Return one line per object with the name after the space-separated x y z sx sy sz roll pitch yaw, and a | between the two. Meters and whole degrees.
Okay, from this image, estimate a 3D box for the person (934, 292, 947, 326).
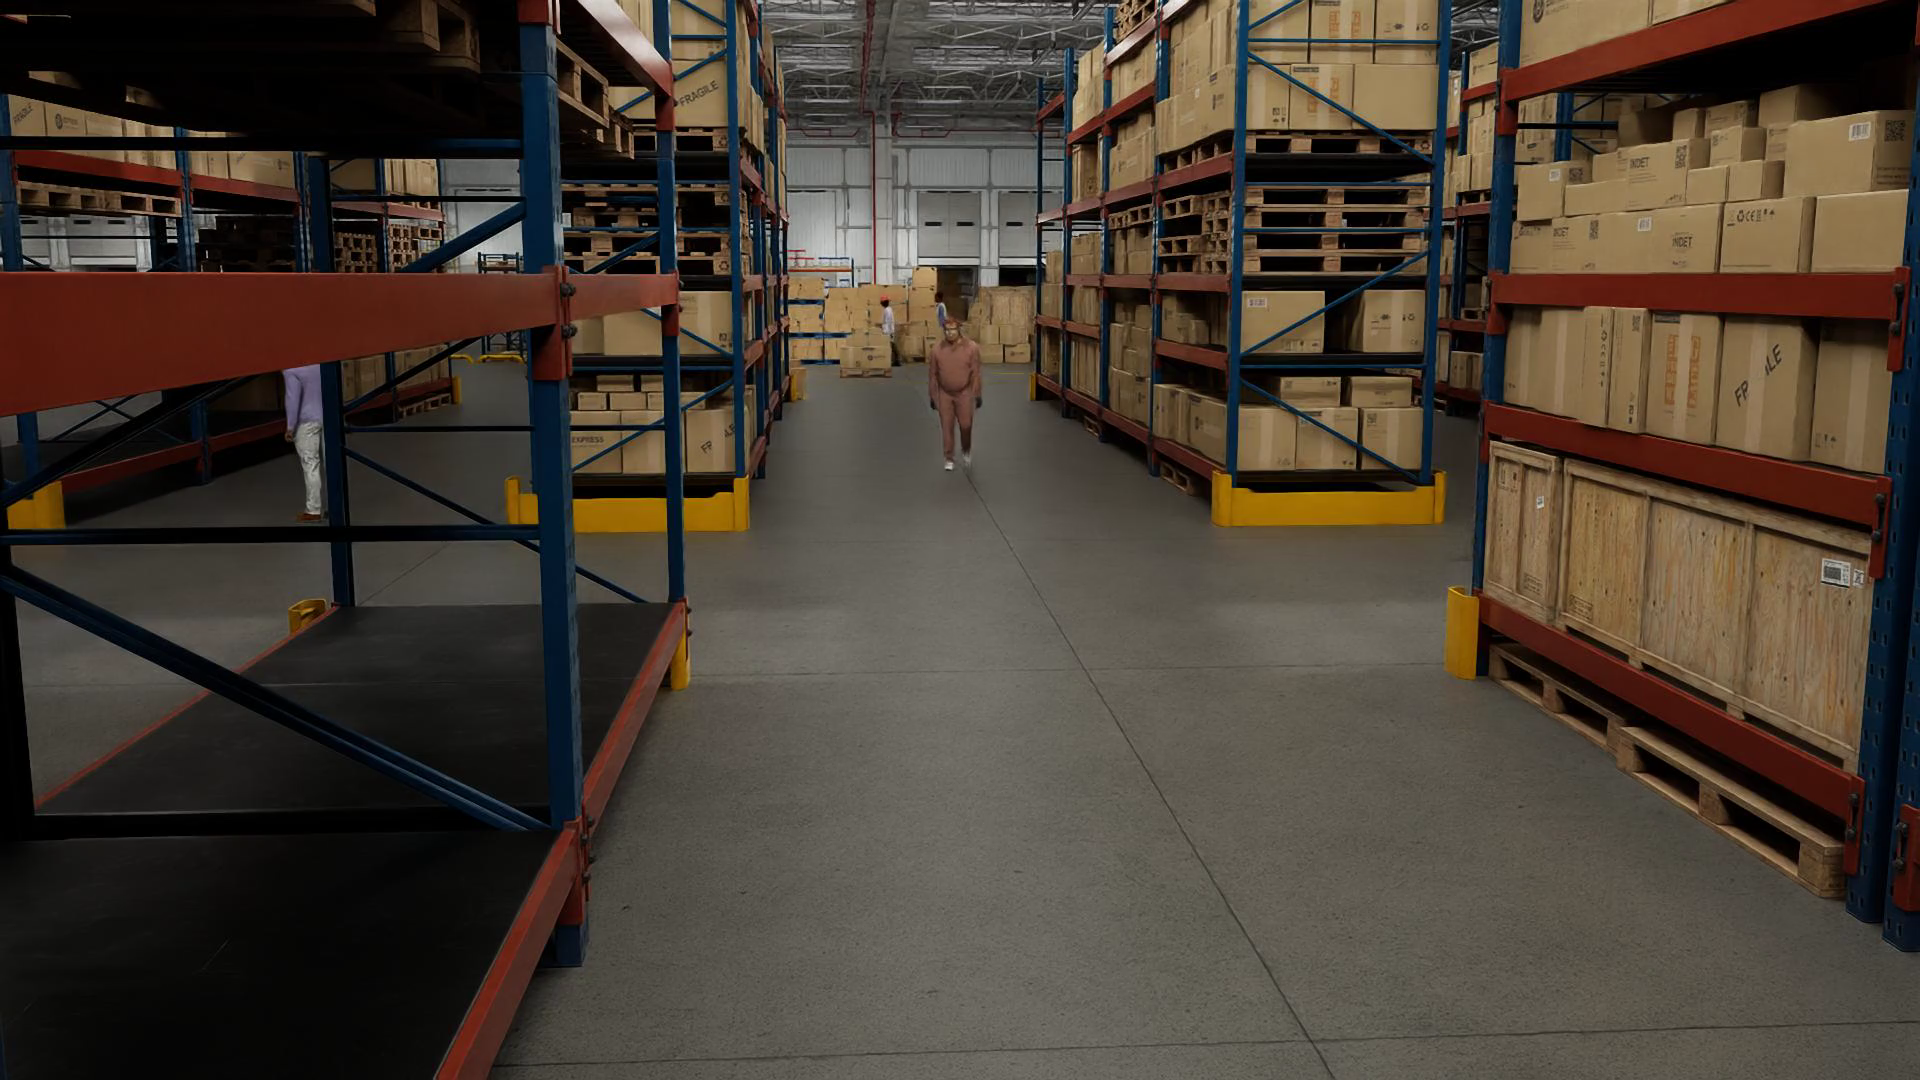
-0.657 -6.259 48.492 0.630 1.896 0.632 0 9 0 | person

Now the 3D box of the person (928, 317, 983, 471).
-0.068 -1.787 20.440 0.684 1.890 0.430 1 9 9 | person

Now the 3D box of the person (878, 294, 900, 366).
-2.011 -5.502 43.779 0.958 1.891 0.570 0 9 -2 | person

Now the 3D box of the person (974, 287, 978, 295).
0.759 -9.479 68.621 0.437 1.925 0.582 1 9 8 | person

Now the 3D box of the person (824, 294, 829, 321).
-3.948 -6.538 50.419 0.349 1.847 0.505 2 9 15 | person

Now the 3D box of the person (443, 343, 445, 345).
-17.696 -7.441 56.450 0.539 1.734 0.843 -1 9 -6 | person

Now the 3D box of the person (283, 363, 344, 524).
-6.273 -1.127 16.156 0.372 1.940 0.627 6 11 34 | person

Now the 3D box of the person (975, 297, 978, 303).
0.825 -8.493 62.454 0.653 1.921 0.451 5 10 27 | person
